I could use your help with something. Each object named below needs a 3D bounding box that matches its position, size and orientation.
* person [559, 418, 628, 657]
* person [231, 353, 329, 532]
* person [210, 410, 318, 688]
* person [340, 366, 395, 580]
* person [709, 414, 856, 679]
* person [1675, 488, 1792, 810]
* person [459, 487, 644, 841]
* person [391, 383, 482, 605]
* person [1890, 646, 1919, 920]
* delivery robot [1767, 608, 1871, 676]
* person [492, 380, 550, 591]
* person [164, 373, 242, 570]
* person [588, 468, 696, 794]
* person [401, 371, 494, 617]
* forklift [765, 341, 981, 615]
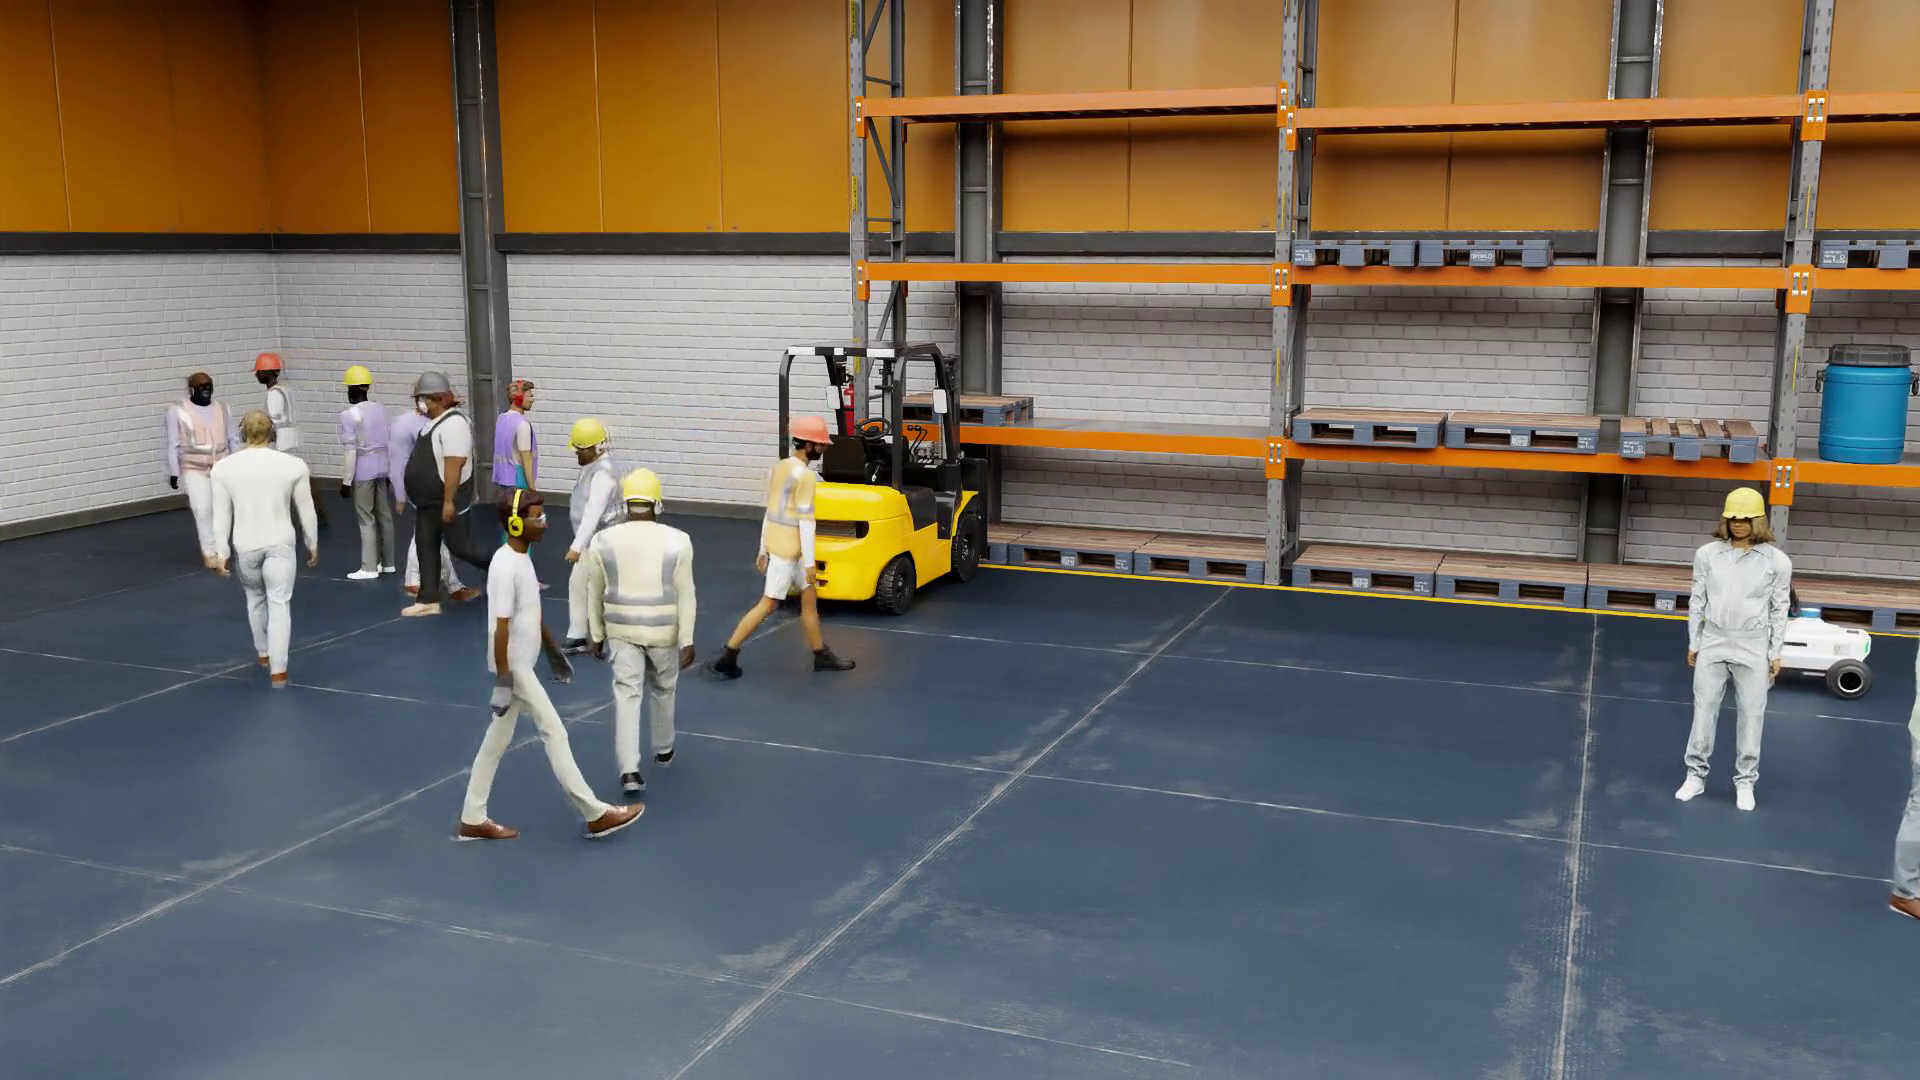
[{"bbox_3d":[-2.697,0.006,12.016,0.664,1.783,0.623,-5,11,-24],"label":"person"},{"bbox_3d":[-7.120,-1.001,17.341,0.977,1.890,0.558,-4,11,-21],"label":"person"},{"bbox_3d":[-4.802,0.043,11.538,0.655,1.884,1.036,-3,11,-17],"label":"person"},{"bbox_3d":[-5.364,-0.601,14.999,0.384,1.926,0.597,4,11,22],"label":"person"},{"bbox_3d":[-1.269,0.060,11.532,1.028,1.866,0.556,-4,11,-20],"label":"person"},{"bbox_3d":[4.153,0.580,8.918,0.488,1.743,0.319,7,12,34],"label":"person"},{"bbox_3d":[-2.121,0.637,8.391,0.958,1.825,0.516,-2,10,-13],"label":"person"},{"bbox_3d":[-4.373,-0.405,13.964,0.970,1.890,0.650,4,11,23],"label":"person"},{"bbox_3d":[4.424,0.899,7.467,0.519,1.629,0.279,-9,13,-40],"label":"person"},{"bbox_3d":[5.750,0.705,11.271,0.707,0.478,0.477,4,11,19],"label":"delivery robot"},{"bbox_3d":[-3.861,-0.471,14.495,0.374,1.840,0.569,-7,13,-36],"label":"person"},{"bbox_3d":[-6.949,-0.635,15.464,0.756,1.819,0.654,9,13,40],"label":"person"},{"bbox_3d":[-1.777,0.490,9.298,0.603,1.792,0.911,-1,10,-5],"label":"person"},{"bbox_3d":[-4.119,-0.403,13.567,0.908,2.000,0.686,-7,12,-34],"label":"person"},{"bbox_3d":[-0.739,-0.602,14.246,1.214,2.155,2.313,4,11,21],"label":"forklift"}]
